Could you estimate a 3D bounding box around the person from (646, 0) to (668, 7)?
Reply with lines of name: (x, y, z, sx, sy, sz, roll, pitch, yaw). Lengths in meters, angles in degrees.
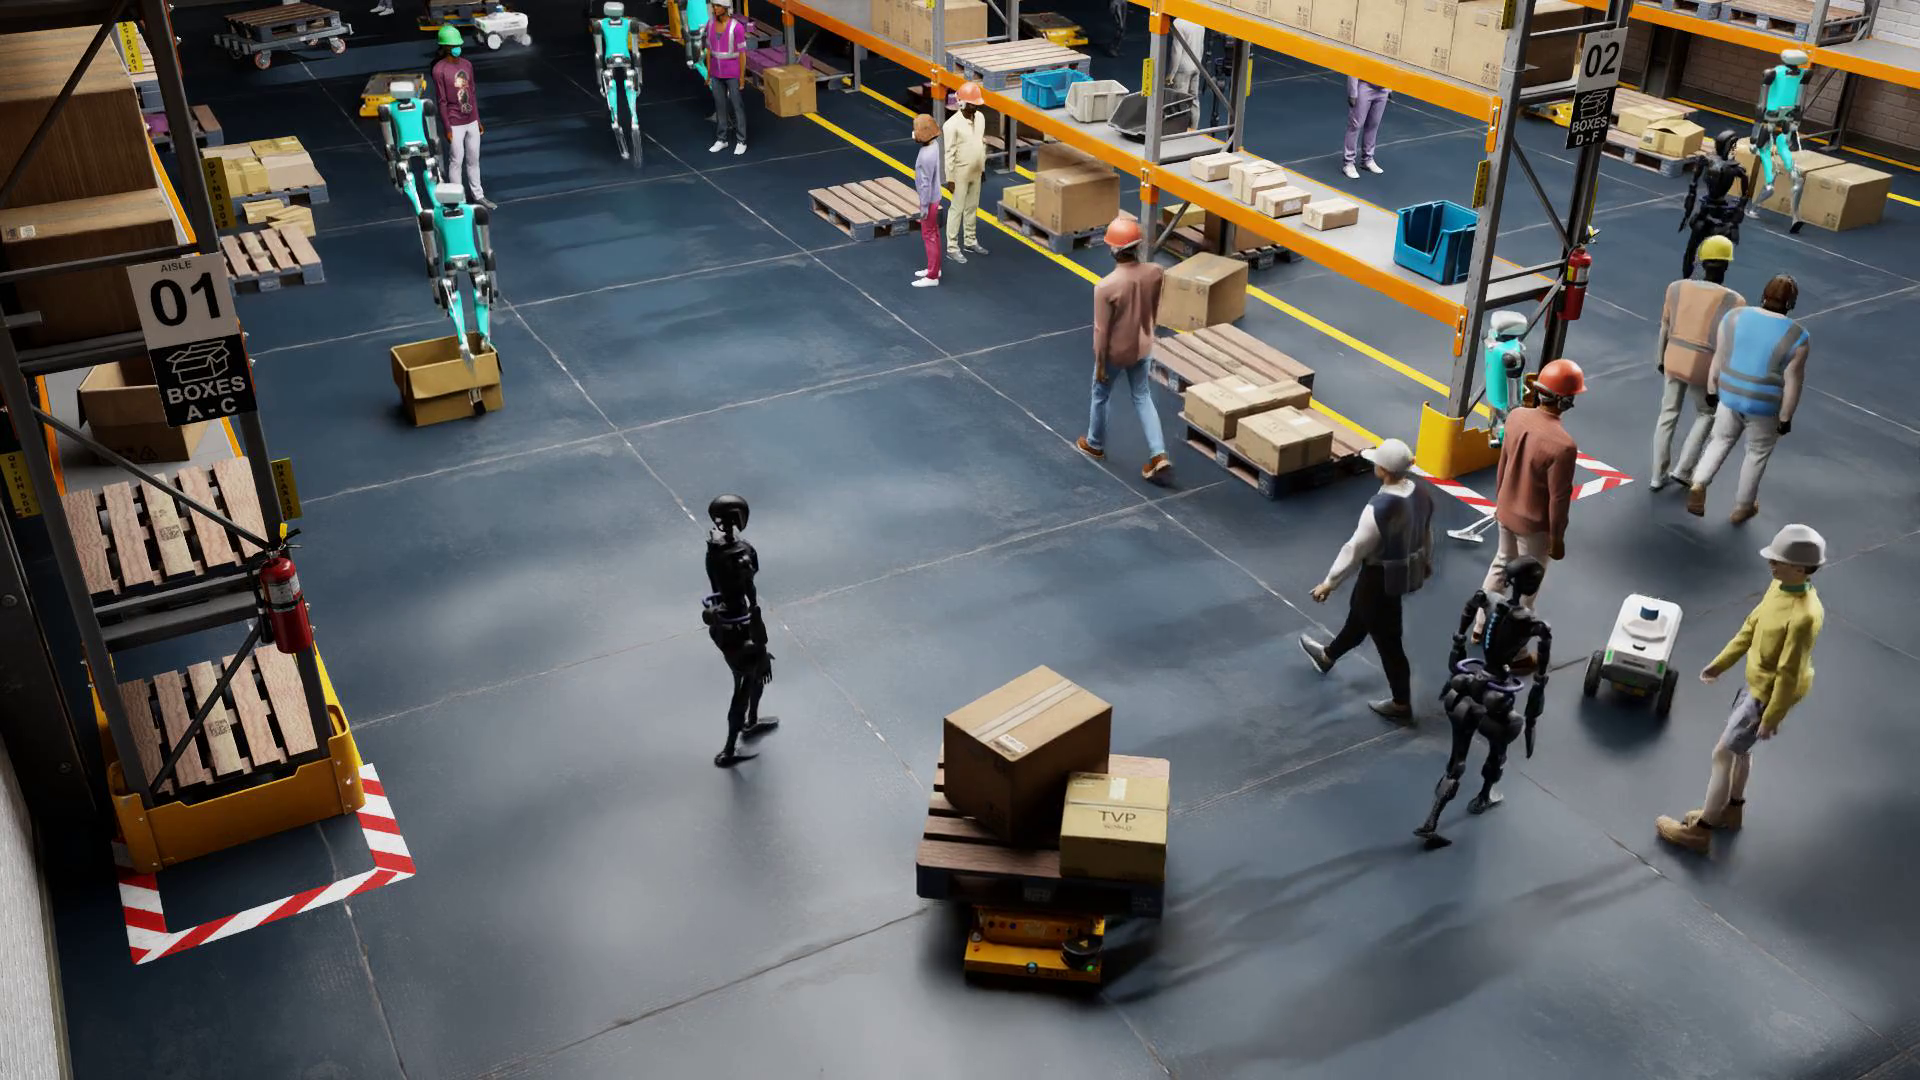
person: (-4.796, -9.265, 26.065, 0.575, 1.739, 0.371, 21, 36, 32)

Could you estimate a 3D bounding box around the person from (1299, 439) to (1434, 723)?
person: (2.384, 0.188, 9.632, 0.905, 1.709, 0.762, 24, 37, 35)

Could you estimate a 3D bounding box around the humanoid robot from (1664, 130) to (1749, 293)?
humanoid robot: (6.835, -2.913, 15.077, 0.378, 1.638, 0.608, -20, 35, -30)

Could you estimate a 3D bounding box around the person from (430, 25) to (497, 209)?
person: (-5.219, -4.373, 17.336, 0.420, 1.952, 0.490, 19, 35, 29)

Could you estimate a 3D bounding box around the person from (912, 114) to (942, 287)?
person: (-0.307, -3.182, 15.587, 0.280, 1.628, 0.500, 3, 30, 4)

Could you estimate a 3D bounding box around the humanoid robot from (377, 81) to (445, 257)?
humanoid robot: (-5.141, -3.405, 15.894, 0.547, 1.791, 0.910, -12, 32, -21)

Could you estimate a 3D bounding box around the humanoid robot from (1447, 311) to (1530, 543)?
humanoid robot: (3.884, -0.712, 11.212, 0.992, 1.733, 0.550, -2, 30, -3)

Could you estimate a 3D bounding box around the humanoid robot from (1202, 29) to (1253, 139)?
humanoid robot: (3.129, -5.392, 19.374, 0.589, 1.654, 0.324, 4, 30, 7)

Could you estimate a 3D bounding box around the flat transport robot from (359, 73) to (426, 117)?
flat transport robot: (-7.289, -5.735, 21.393, 0.659, 0.231, 1.431, -5, 30, -8)

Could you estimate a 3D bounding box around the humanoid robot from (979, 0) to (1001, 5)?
humanoid robot: (0.438, -9.245, 26.094, 0.416, 1.646, 0.602, -11, 32, -18)

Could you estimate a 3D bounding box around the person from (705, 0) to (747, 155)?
person: (-2.706, -5.391, 19.209, 0.512, 1.847, 0.337, 11, 32, 18)

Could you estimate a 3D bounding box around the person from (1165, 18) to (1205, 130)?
person: (2.607, -5.484, 19.328, 0.569, 1.893, 0.375, -26, 39, -37)

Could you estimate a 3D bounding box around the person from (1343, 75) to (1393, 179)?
person: (4.570, -4.995, 18.466, 0.640, 1.905, 0.414, -16, 34, -26)

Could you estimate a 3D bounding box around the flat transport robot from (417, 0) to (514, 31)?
flat transport robot: (-7.471, -7.917, 25.191, 1.431, 0.231, 0.659, -10, 31, -17)

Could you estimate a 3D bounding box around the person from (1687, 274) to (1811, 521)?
person: (5.426, -0.939, 11.491, 0.623, 1.814, 0.661, -24, 38, -36)

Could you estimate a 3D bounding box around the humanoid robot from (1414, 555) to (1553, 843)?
humanoid robot: (2.716, 0.836, 8.611, 0.720, 1.640, 0.609, -21, 36, -31)

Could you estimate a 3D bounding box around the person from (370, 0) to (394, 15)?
person: (-9.008, -8.937, 25.594, 0.283, 1.633, 0.497, -22, 36, -33)

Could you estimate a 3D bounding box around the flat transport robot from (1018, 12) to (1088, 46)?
flat transport robot: (1.321, -7.529, 24.516, 0.659, 0.231, 1.431, -9, 31, -16)

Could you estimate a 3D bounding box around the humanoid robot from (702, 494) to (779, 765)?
humanoid robot: (-1.193, 0.487, 9.154, 0.492, 1.643, 0.612, -17, 34, -27)

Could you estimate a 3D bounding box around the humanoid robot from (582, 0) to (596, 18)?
humanoid robot: (-5.732, -8.861, 25.433, 0.616, 1.630, 0.497, 2, 30, 4)

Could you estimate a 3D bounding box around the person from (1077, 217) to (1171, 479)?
person: (1.230, -1.392, 12.133, 0.615, 1.966, 0.910, -15, 33, -24)

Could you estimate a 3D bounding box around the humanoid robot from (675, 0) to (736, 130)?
humanoid robot: (-2.962, -5.829, 20.168, 0.817, 1.873, 0.545, 21, 36, 32)

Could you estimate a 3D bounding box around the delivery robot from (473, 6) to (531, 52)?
delivery robot: (-6.615, -7.365, 23.961, 0.815, 0.611, 0.499, -20, 35, -31)

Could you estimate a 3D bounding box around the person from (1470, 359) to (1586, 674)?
person: (3.422, -0.150, 9.955, 0.402, 1.986, 0.620, -8, 31, -13)

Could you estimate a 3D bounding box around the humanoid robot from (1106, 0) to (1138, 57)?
humanoid robot: (2.249, -7.610, 23.240, 0.340, 1.655, 0.590, 20, 35, 30)

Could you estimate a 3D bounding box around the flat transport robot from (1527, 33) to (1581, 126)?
flat transport robot: (7.393, -5.525, 21.028, 0.659, 0.231, 1.431, -16, 33, -25)

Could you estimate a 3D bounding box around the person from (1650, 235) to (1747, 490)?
person: (5.268, -1.246, 11.944, 0.470, 1.896, 0.591, -26, 39, -37)

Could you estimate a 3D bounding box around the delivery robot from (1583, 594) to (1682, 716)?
delivery robot: (4.088, 0.654, 9.988, 0.499, 0.598, 0.801, 15, 33, 25)

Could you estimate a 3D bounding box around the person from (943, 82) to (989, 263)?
person: (0.076, -3.574, 16.149, 0.343, 1.743, 0.564, 22, 36, 33)

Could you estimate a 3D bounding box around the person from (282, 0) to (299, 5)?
person: (-9.936, -8.458, 24.566, 0.430, 1.836, 0.631, -3, 30, -5)

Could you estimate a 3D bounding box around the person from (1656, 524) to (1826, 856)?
person: (4.029, 0.760, 8.478, 0.565, 1.873, 0.518, 8, 31, 13)

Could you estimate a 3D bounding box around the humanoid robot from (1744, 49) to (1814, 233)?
humanoid robot: (8.473, -4.009, 16.945, 0.552, 1.792, 0.925, -6, 30, -10)

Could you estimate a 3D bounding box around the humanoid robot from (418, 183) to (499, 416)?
humanoid robot: (-3.896, -1.855, 13.183, 0.543, 1.761, 0.984, -10, 31, -16)

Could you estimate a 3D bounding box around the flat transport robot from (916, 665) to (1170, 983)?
flat transport robot: (0.435, 1.668, 8.506, 0.659, 0.231, 1.431, 4, 30, 7)

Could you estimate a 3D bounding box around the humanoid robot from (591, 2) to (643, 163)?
humanoid robot: (-3.843, -5.087, 18.910, 0.540, 1.903, 0.716, -7, 31, -12)

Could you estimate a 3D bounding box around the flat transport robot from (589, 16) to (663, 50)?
flat transport robot: (-4.894, -7.403, 24.297, 0.659, 0.231, 1.431, -15, 33, -24)
